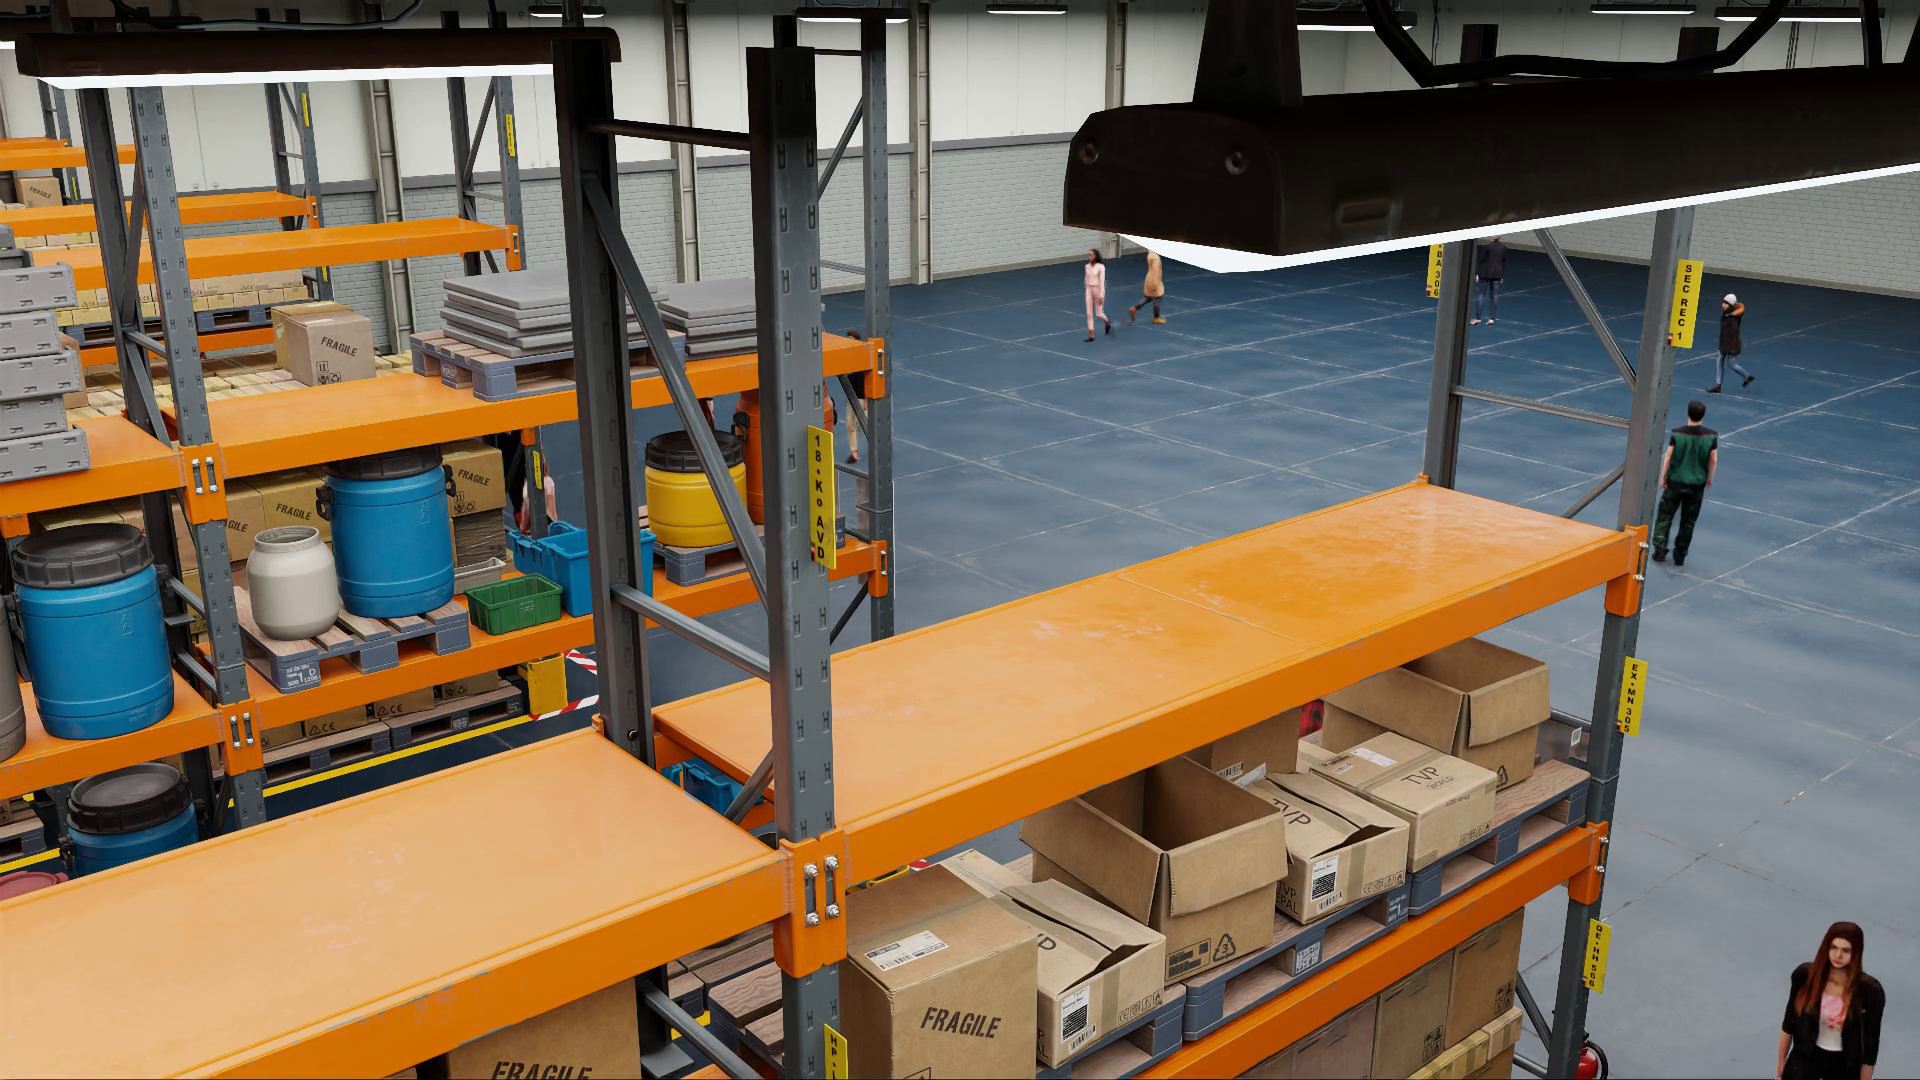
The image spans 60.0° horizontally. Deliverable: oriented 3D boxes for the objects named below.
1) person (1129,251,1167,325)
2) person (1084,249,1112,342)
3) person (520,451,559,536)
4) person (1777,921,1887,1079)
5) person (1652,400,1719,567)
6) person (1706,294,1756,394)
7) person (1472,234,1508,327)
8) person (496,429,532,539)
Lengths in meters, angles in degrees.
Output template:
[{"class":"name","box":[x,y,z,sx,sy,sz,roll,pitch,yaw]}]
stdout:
[{"class":"person","box":[3.675,-5.038,32.393,1.107,1.704,0.924,-4,19,-13]},{"class":"person","box":[2.555,-4.533,30.839,0.697,1.706,0.924,16,24,40]},{"class":"person","box":[-4.172,-0.075,16.998,0.658,1.800,1.010,16,24,41]},{"class":"person","box":[4.517,2.704,8.641,0.765,1.690,0.966,11,21,30]},{"class":"person","box":[8.090,-0.615,18.502,0.832,1.895,0.853,6,19,18]},{"class":"person","box":[12.438,-3.131,26.706,1.084,1.598,0.949,-1,18,-4]},{"class":"person","box":[9.323,-4.660,29.341,0.818,1.782,0.793,1,18,2]},{"class":"person","box":[-5.061,-0.760,19.108,0.771,1.796,0.806,-9,20,-26]}]
